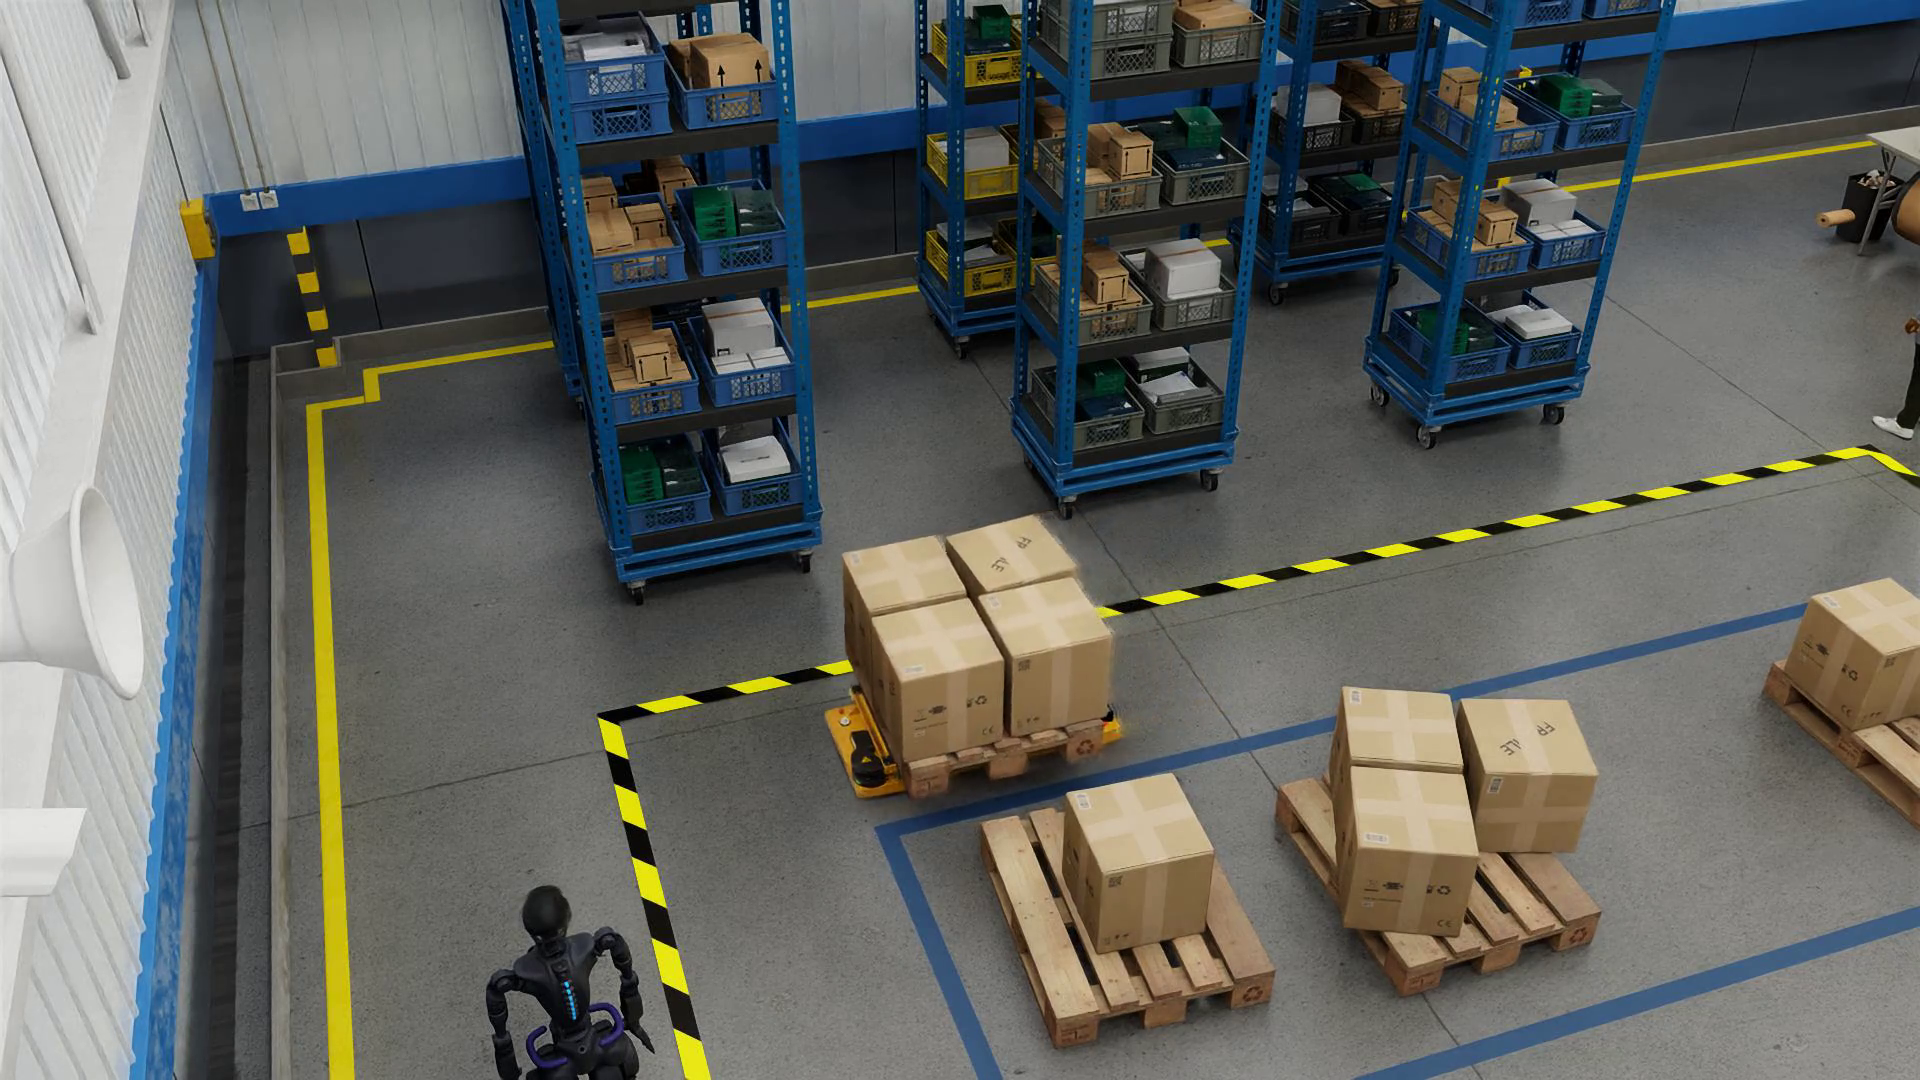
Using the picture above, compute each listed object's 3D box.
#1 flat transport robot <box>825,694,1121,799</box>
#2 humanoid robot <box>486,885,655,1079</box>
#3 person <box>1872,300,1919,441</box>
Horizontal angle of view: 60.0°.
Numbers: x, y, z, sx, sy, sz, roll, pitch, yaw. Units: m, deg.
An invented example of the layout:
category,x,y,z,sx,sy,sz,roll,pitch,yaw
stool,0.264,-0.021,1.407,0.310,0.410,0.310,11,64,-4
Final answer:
category,x,y,z,sx,sy,sz,roll,pitch,yaw
flat transport robot,0.062,0.922,8.724,1.431,0.197,0.652,-11,37,-15
humanoid robot,-1.420,1.903,6.124,0.599,1.655,0.315,-18,39,-24
person,6.444,-1.516,10.836,0.587,1.846,0.405,-9,36,-12
